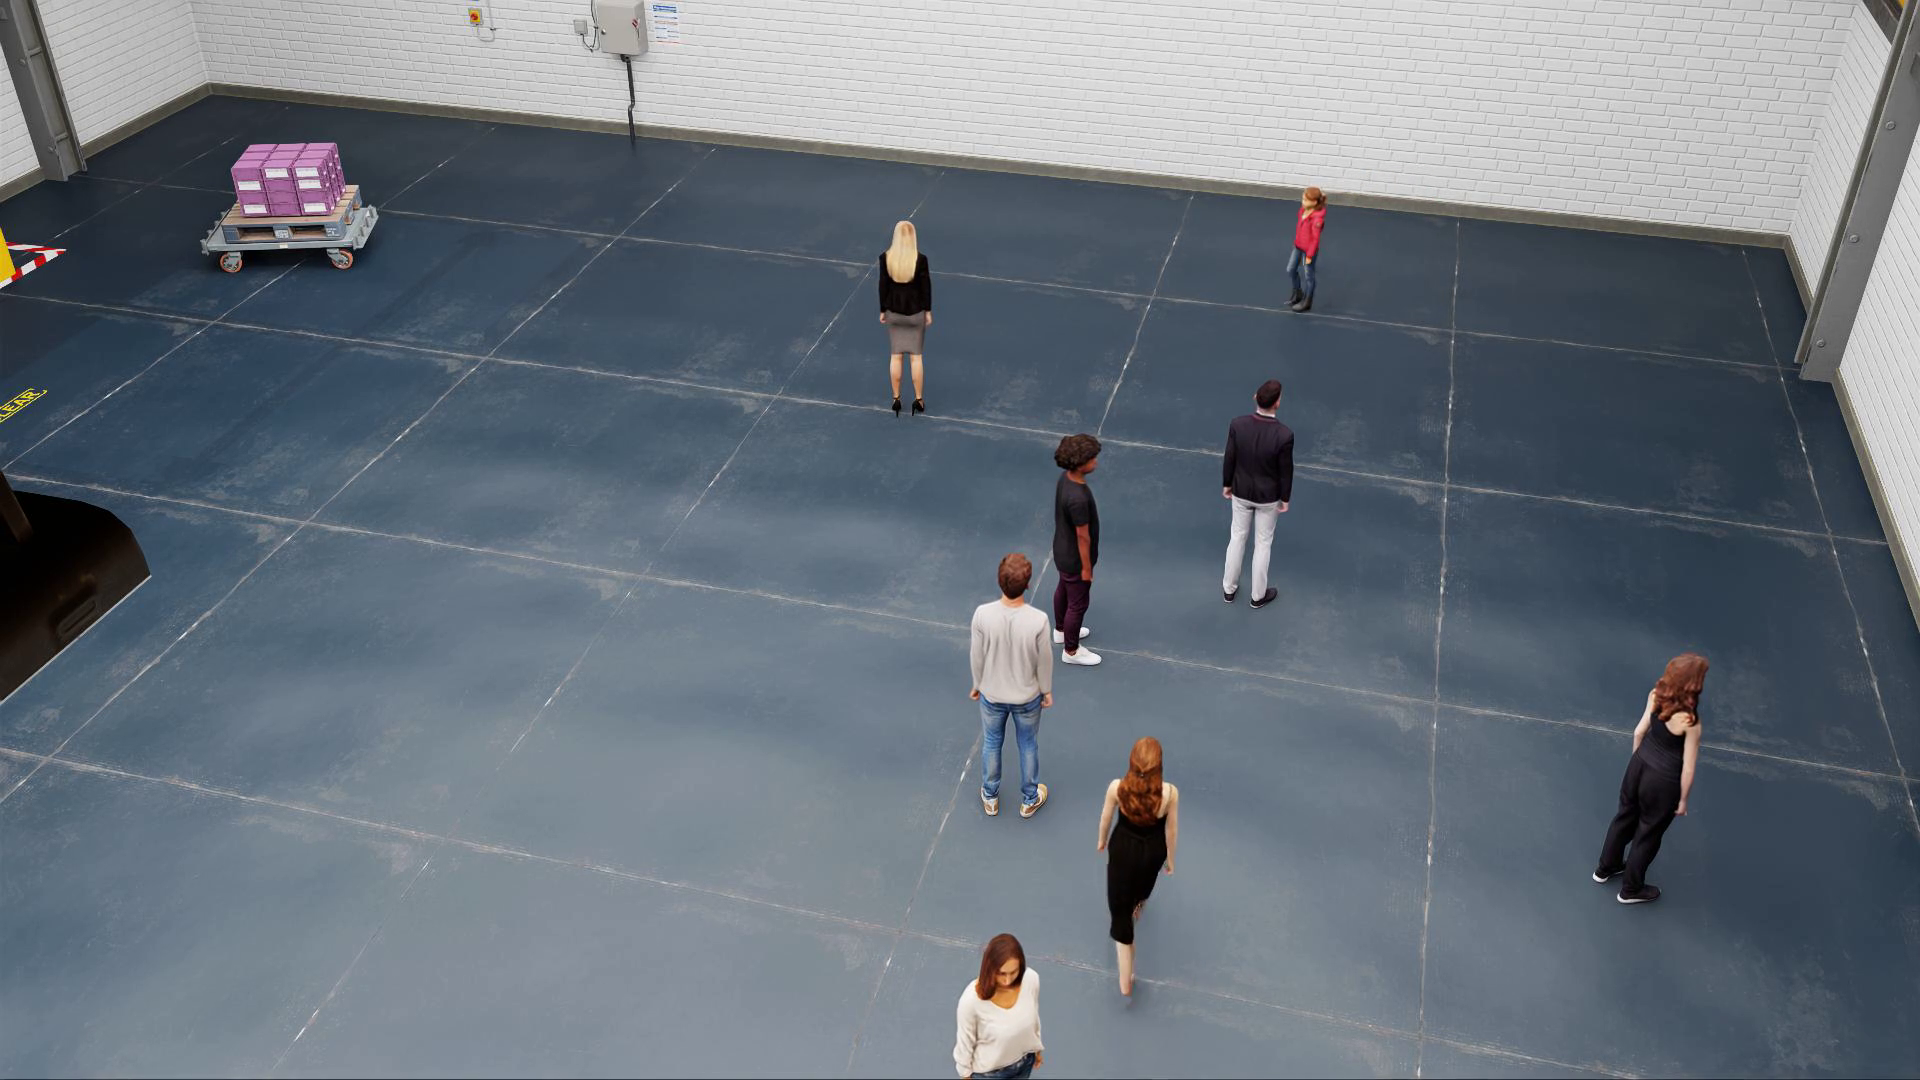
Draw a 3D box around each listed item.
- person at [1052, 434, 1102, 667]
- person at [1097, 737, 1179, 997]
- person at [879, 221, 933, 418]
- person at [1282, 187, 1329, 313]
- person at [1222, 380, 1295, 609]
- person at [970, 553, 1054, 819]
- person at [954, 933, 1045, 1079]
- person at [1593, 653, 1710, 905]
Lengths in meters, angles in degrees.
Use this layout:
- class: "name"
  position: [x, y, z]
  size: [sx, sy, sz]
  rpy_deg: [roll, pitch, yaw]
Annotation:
- class: "person"
  position: [0.806, 0.047, 11.631]
  size: [0.768, 1.784, 0.662]
  rpy_deg: [-6, 34, -9]
- class: "person"
  position: [0.969, 1.806, 9.169]
  size: [0.726, 1.581, 1.132]
  rpy_deg: [2, 34, 3]
- class: "person"
  position: [-0.478, -1.933, 14.558]
  size: [0.650, 1.842, 0.596]
  rpy_deg: [3, 34, 4]
- class: "person"
  position: [3.491, -2.887, 16.475]
  size: [0.683, 1.309, 0.607]
  rpy_deg: [-13, 36, -18]
- class: "person"
  position: [2.159, -0.339, 12.161]
  size: [0.709, 1.842, 0.614]
  rpy_deg: [17, 37, 23]
- class: "person"
  position: [0.312, 0.917, 10.216]
  size: [0.687, 1.902, 0.582]
  rpy_deg: [5, 34, 8]
- class: "person"
  position: [0.187, 2.502, 8.032]
  size: [0.697, 1.680, 0.751]
  rpy_deg: [-17, 37, -23]
- class: "person"
  position: [4.034, 1.370, 9.676]
  size: [0.723, 1.746, 0.638]
  rpy_deg: [-14, 36, -19]
